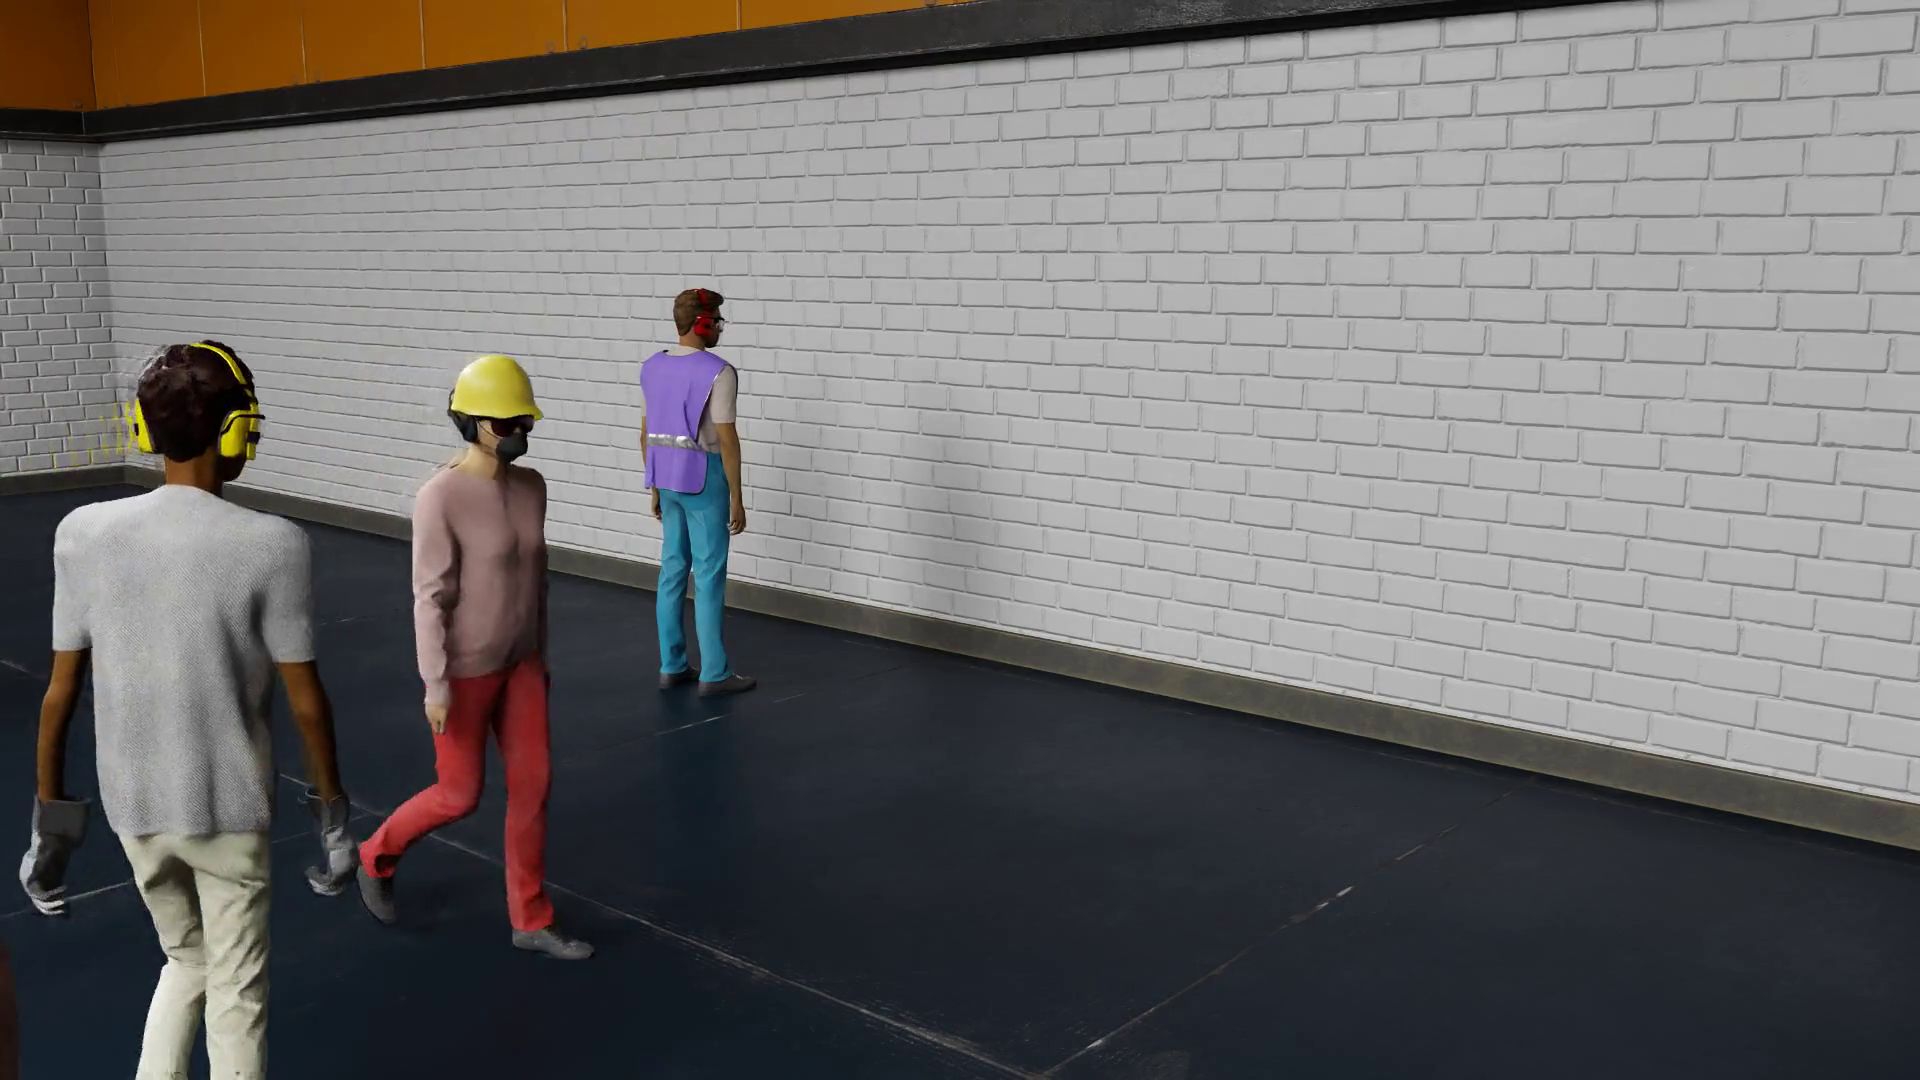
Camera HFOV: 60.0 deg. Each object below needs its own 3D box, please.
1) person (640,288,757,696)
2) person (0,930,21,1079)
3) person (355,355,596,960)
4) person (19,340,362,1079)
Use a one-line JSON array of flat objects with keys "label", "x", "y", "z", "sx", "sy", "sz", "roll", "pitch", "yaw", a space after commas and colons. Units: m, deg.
[{"label": "person", "x": -1.216, "y": -0.211, "z": 7.547, "sx": 0.569, "sy": 1.840, "sz": 0.374, "roll": 7, "pitch": 12, "yaw": 36}, {"label": "person", "x": -1.247, "y": 0.768, "z": 1.825, "sx": 0.661, "sy": 1.893, "sz": 0.666, "roll": 1, "pitch": 10, "yaw": 4}, {"label": "person", "x": -1.415, "y": 0.338, "z": 4.727, "sx": 0.700, "sy": 1.738, "sz": 0.533, "roll": 4, "pitch": 11, "yaw": 24}, {"label": "person", "x": -1.493, "y": 0.546, "z": 3.232, "sx": 0.589, "sy": 1.843, "sz": 0.433, "roll": 0, "pitch": 10, "yaw": 3}]
